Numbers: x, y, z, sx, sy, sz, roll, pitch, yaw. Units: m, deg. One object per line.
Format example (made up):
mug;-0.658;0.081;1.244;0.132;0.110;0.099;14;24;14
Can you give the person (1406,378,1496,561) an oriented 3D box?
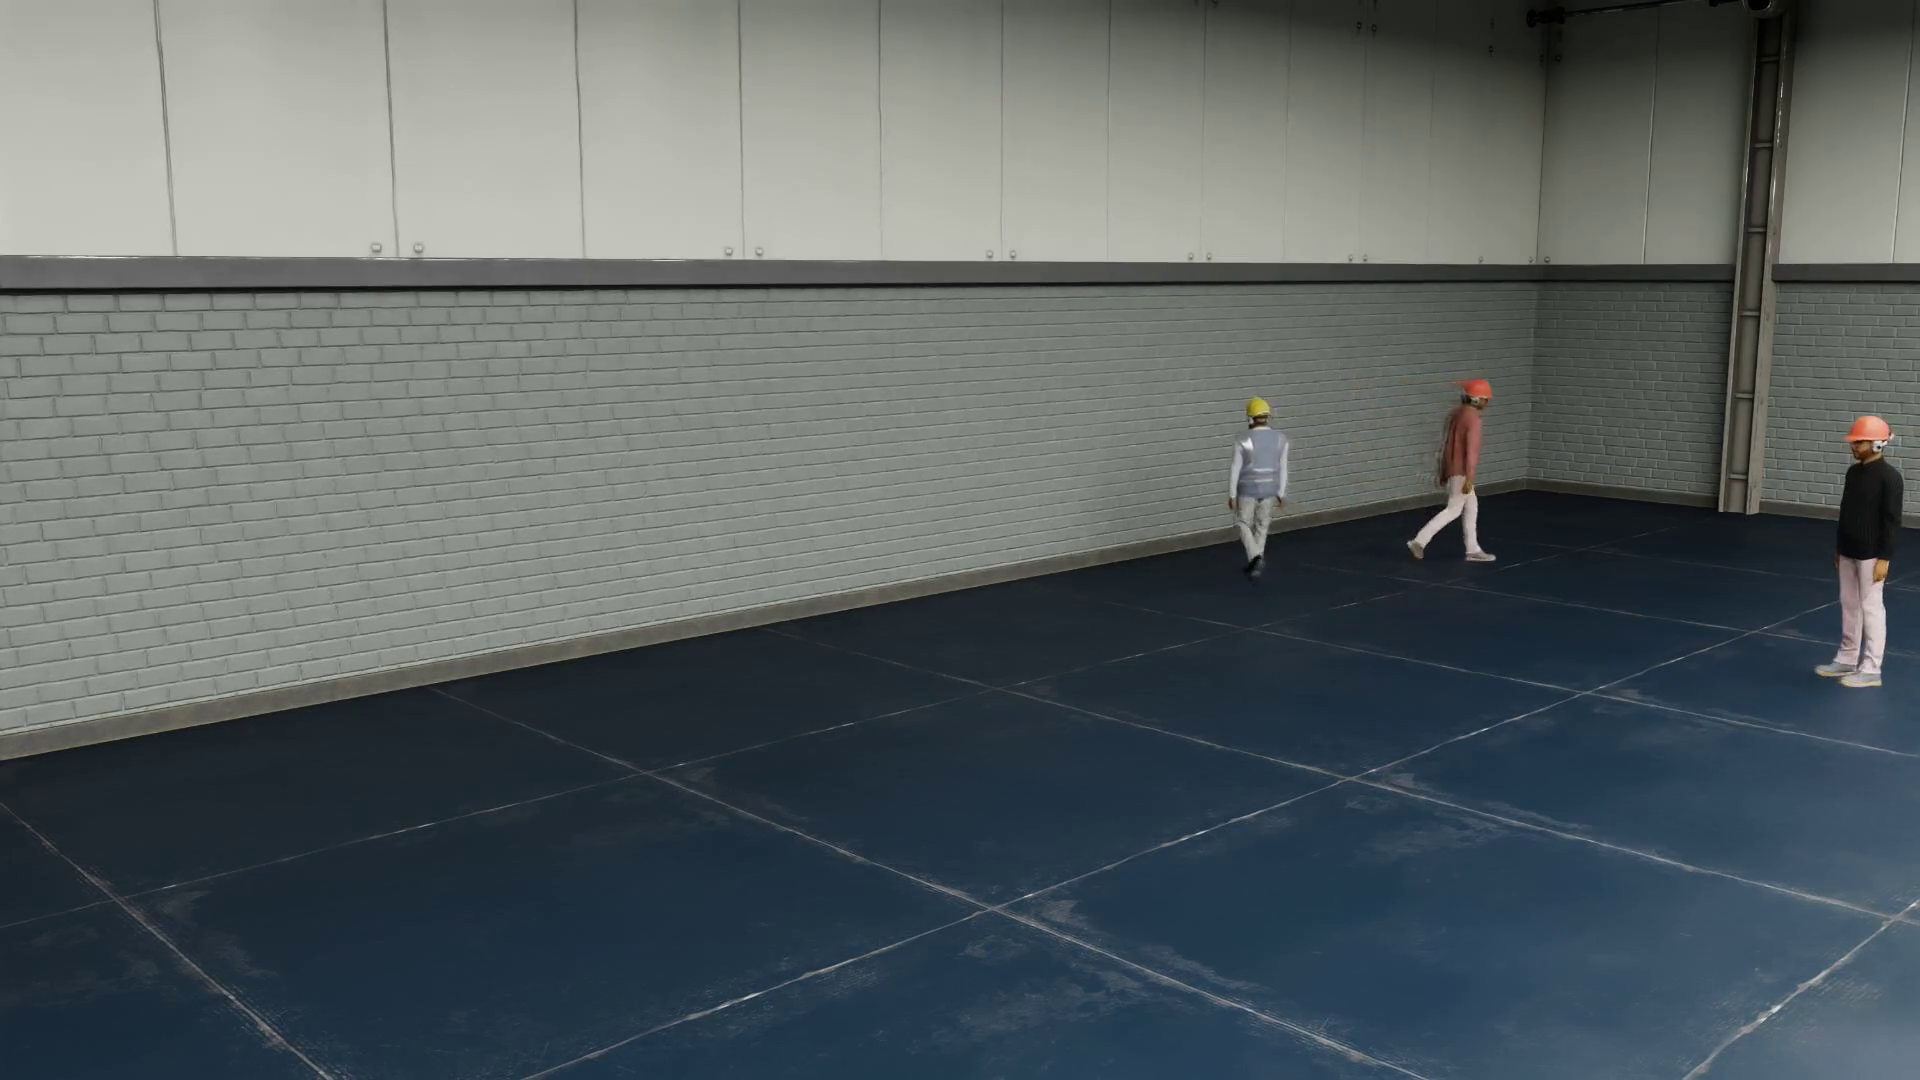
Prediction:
person;5.135;-0.716;17.323;0.921;1.950;0.665;0;9;1

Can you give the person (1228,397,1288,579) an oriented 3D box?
person;2.924;-0.499;16.362;0.612;1.815;0.686;-2;9;-14

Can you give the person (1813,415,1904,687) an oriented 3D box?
person;6.619;0.080;12.219;0.399;1.990;0.622;-1;9;-3
